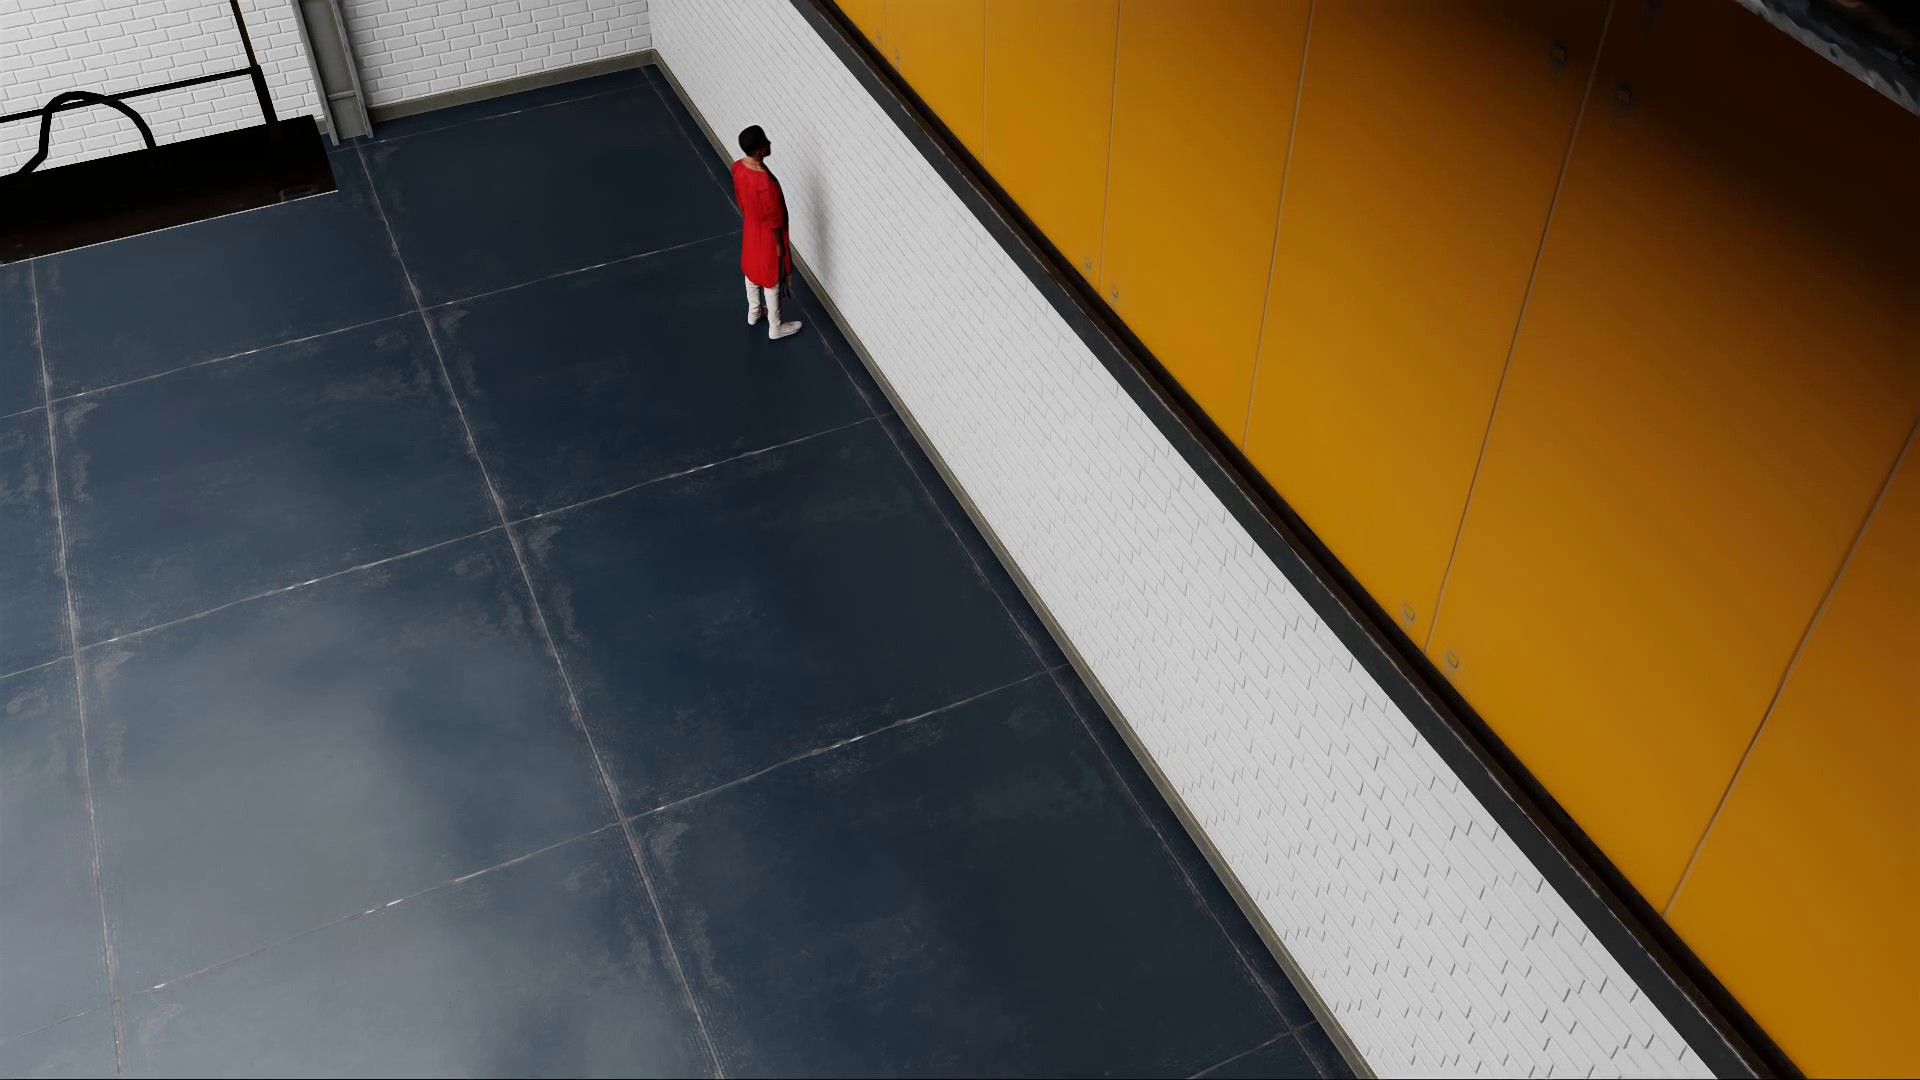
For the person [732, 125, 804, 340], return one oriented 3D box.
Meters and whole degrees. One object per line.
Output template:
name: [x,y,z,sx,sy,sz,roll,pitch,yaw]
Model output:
person: [-1.619,-2.506,13.521,0.691,1.884,0.742,-31,52,-28]
